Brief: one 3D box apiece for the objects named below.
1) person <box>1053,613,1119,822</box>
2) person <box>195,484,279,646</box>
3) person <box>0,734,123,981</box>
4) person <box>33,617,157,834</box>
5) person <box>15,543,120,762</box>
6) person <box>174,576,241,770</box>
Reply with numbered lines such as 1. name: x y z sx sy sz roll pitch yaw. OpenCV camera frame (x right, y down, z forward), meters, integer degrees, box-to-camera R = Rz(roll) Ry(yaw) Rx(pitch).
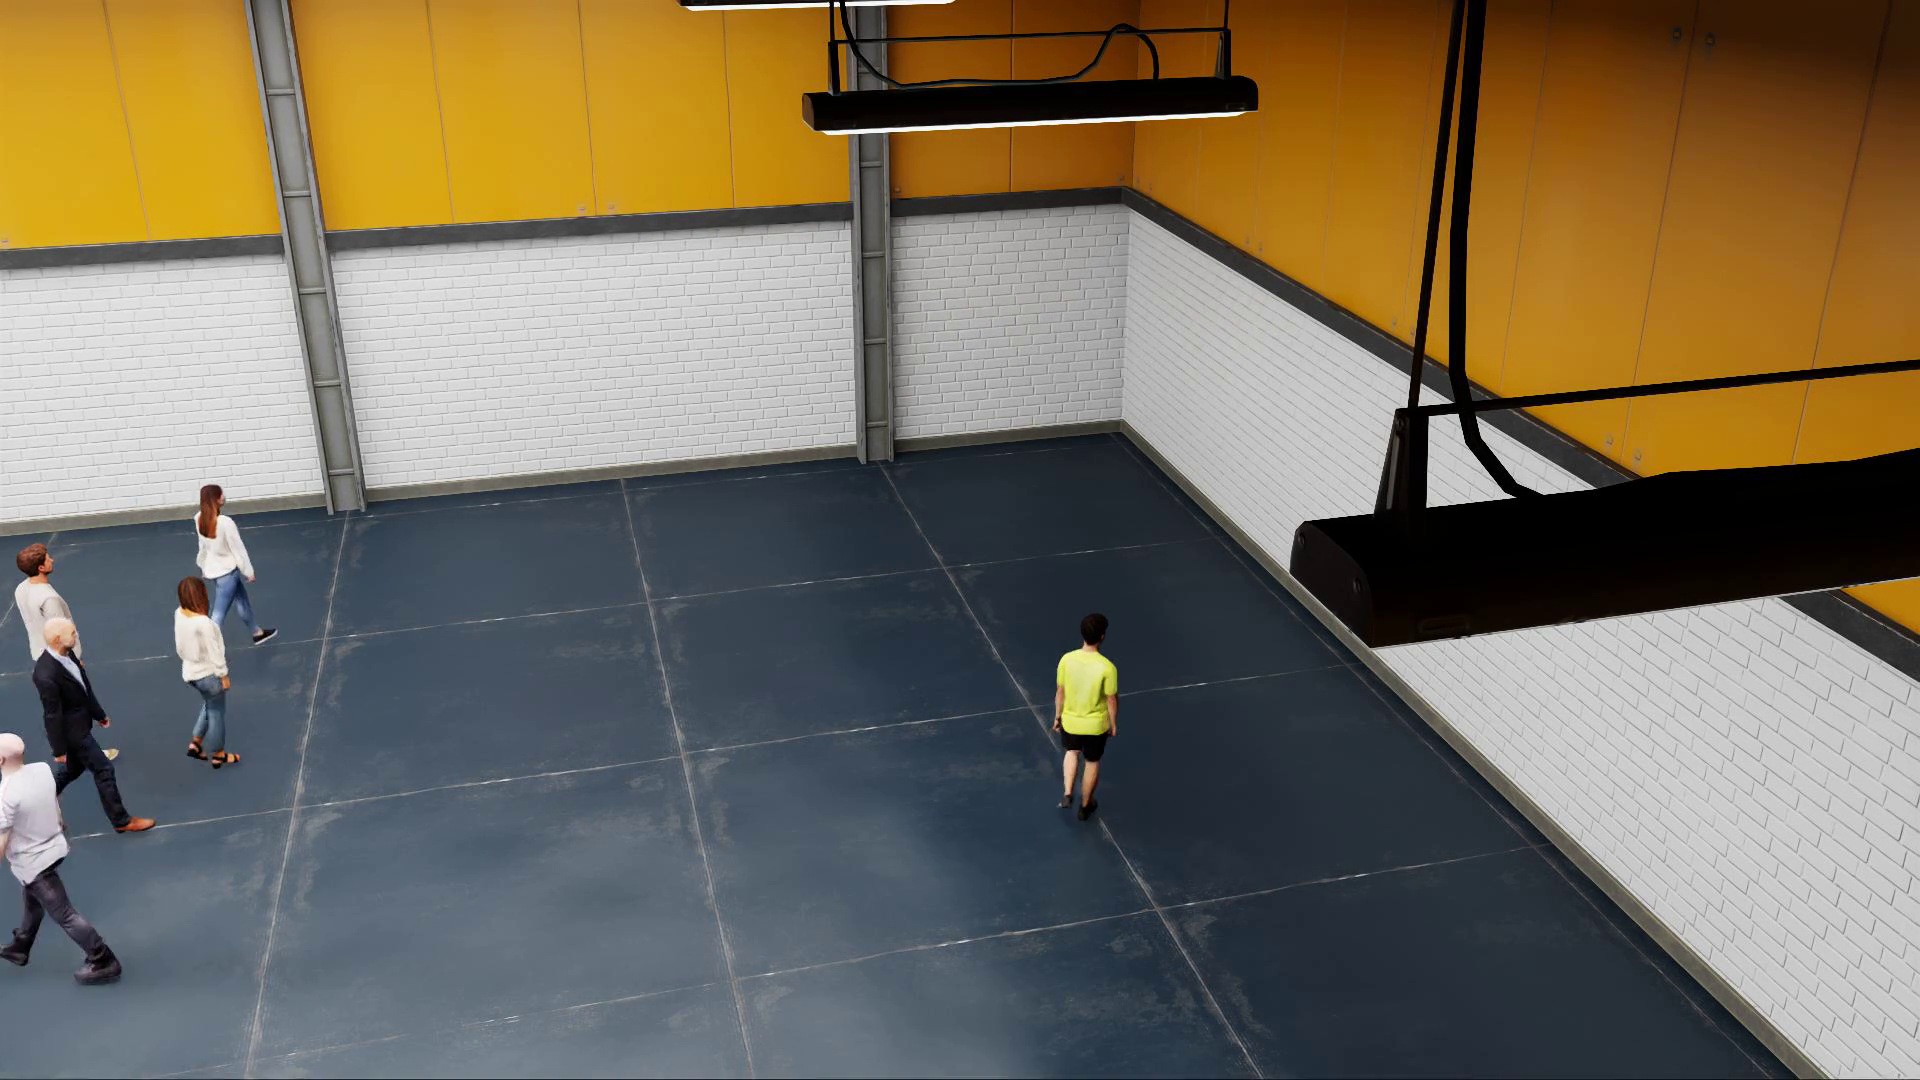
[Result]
1. person: 0.915 1.372 12.420 0.785 1.692 0.854 8 25 18
2. person: -6.622 0.349 14.814 1.101 1.649 1.178 15 28 30
3. person: -5.831 2.083 10.677 1.272 1.785 0.908 0 24 0
4. person: -6.624 1.404 12.255 1.121 1.767 0.641 -6 24 -13
5. person: -7.163 0.918 13.193 0.744 1.905 0.799 14 27 29
6. person: -6.033 1.086 13.103 0.790 1.668 0.841 17 29 34
